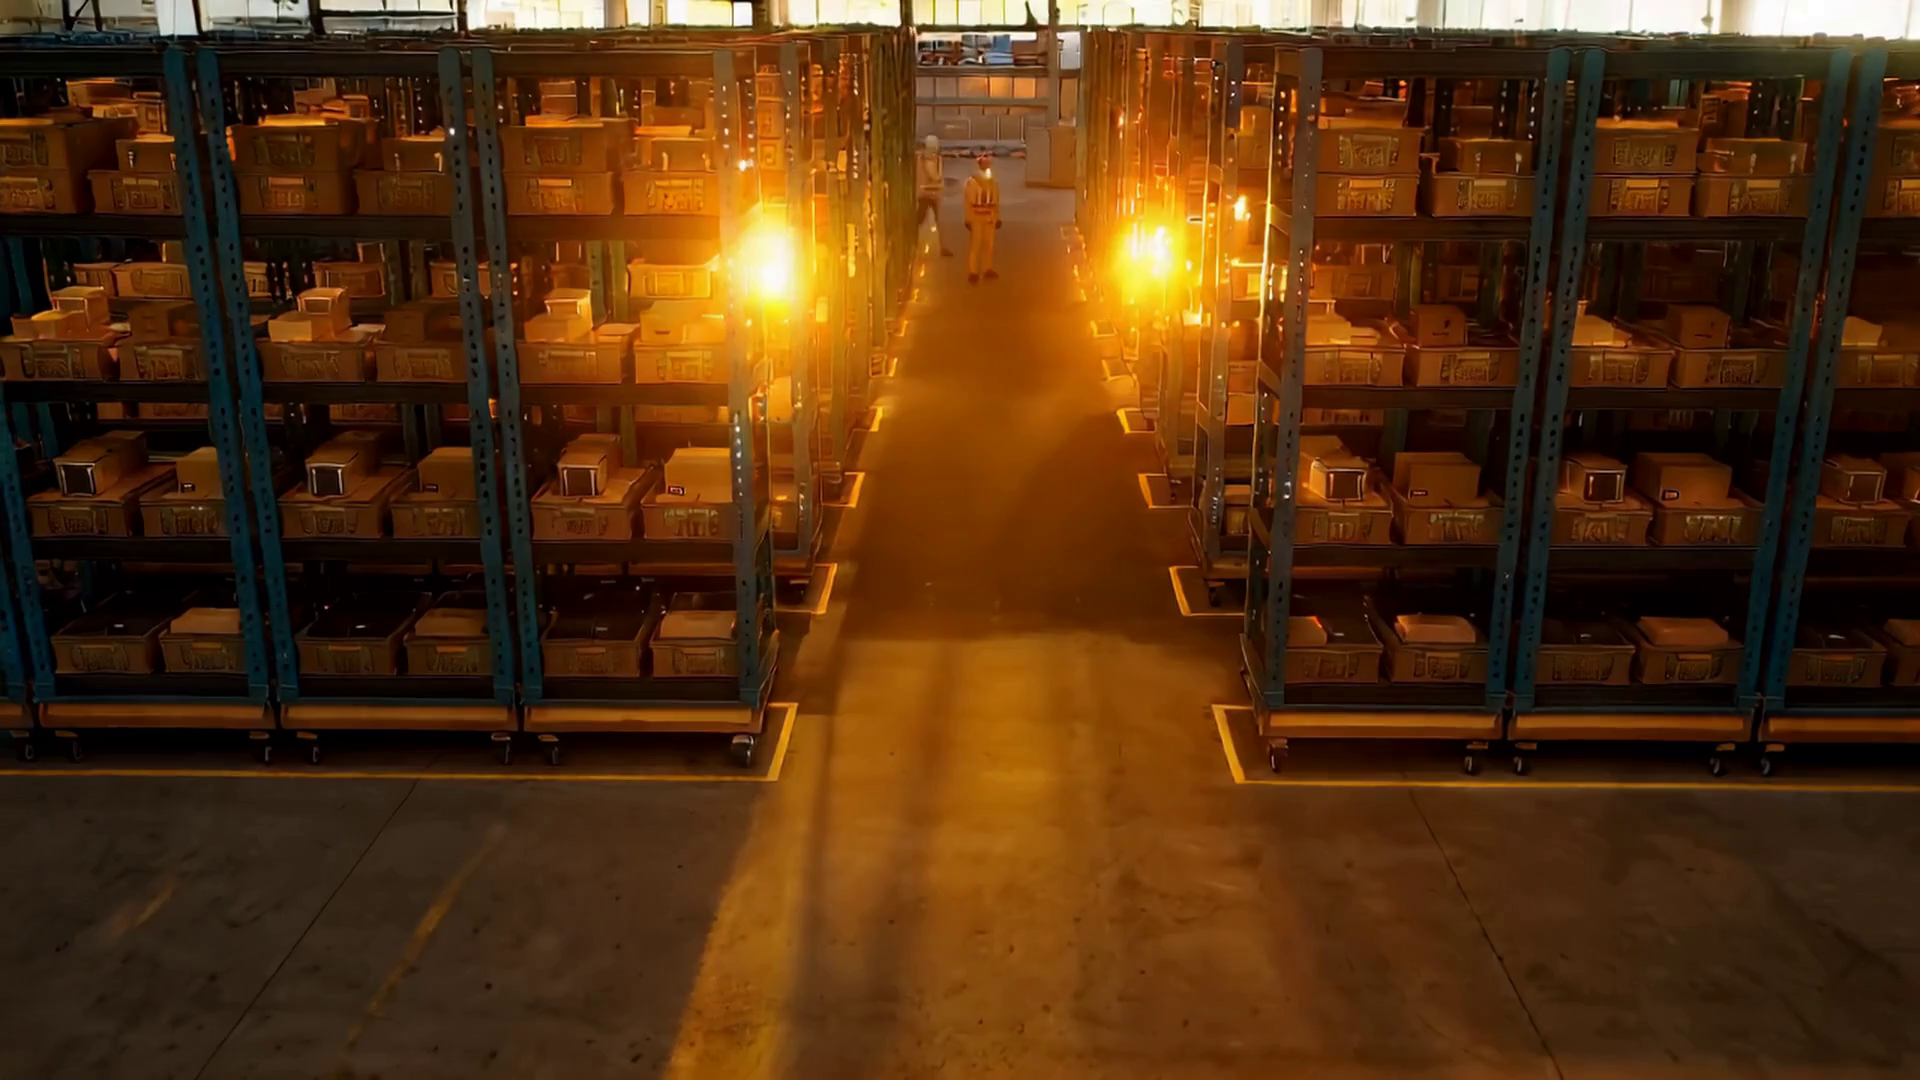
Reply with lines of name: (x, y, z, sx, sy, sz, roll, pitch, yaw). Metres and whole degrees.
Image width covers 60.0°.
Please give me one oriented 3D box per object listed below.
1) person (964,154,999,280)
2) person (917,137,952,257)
person: (0.343, -4.770, 24.568, 0.588, 1.830, 0.404, -13, 21, -35)
person: (-0.532, -5.596, 27.090, 0.623, 1.907, 0.948, -12, 21, -34)
